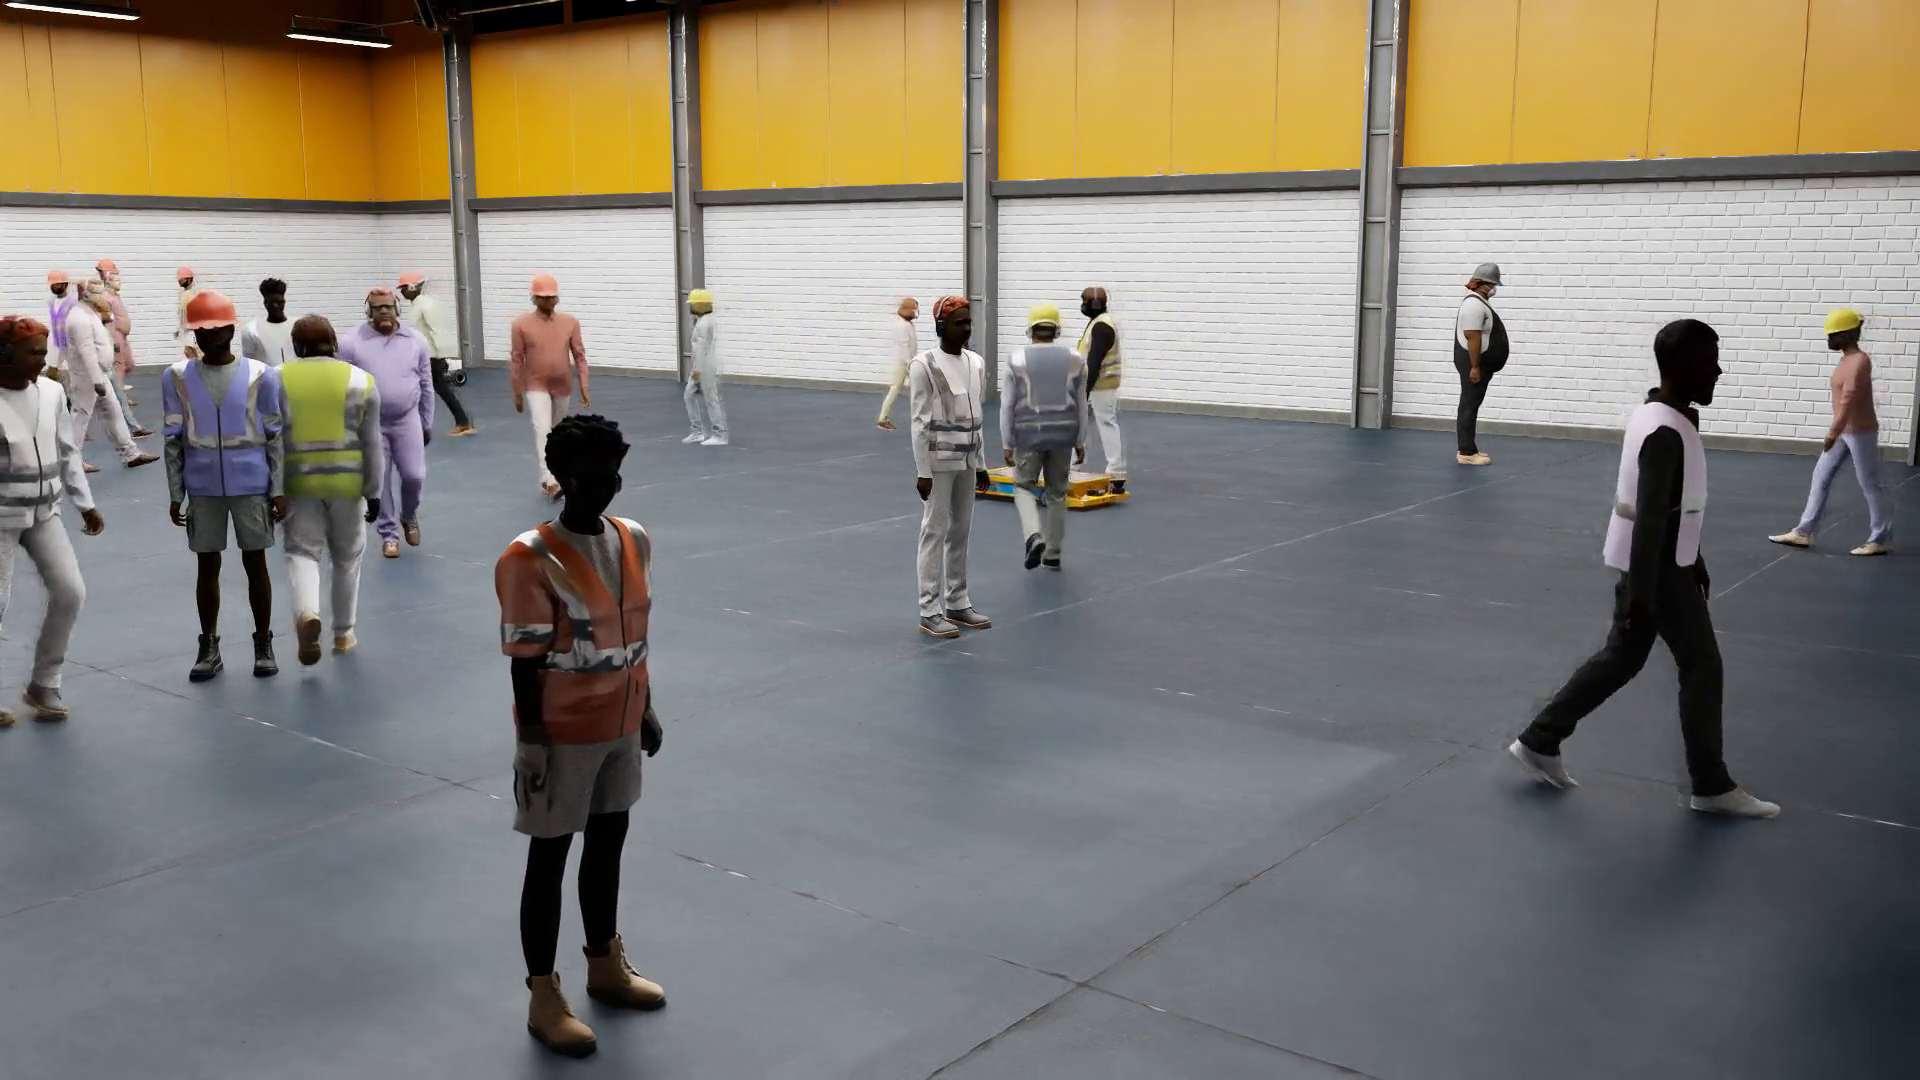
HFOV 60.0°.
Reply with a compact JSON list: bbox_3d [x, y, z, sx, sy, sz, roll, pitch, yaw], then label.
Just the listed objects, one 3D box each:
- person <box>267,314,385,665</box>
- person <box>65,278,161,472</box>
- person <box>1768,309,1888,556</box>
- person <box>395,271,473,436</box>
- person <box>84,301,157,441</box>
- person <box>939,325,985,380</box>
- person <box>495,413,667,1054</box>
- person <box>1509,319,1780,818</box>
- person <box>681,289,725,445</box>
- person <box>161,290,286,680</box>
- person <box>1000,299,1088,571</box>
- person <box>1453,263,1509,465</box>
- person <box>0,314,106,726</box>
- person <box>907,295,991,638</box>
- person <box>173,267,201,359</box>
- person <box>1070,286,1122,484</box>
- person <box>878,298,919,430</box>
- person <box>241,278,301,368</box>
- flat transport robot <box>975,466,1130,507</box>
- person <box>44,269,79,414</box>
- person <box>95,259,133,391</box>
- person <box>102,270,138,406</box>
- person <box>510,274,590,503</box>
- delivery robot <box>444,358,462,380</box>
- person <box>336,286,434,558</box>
[{"bbox_3d":[-3.282,-0.253,8.564,0.634,1.809,0.750,-3,10,-16],"label":"person"},{"bbox_3d":[-8.300,-1.588,16.146,0.926,1.866,0.685,-3,10,-19],"label":"person"},{"bbox_3d":[6.158,-0.749,11.663,0.830,1.714,0.547,2,10,12],"label":"person"},{"bbox_3d":[-6.125,-2.117,19.083,1.049,1.917,0.687,-5,11,-28],"label":"person"},{"bbox_3d":[-9.693,-1.911,18.854,0.875,1.584,0.523,-2,10,-14],"label":"person"},{"bbox_3d":[0.003,-1.861,18.453,0.345,1.632,0.516,-9,13,-43],"label":"person"},{"bbox_3d":[-1.008,0.500,4.492,0.321,1.696,0.537,6,11,30],"label":"person"},{"bbox_3d":[2.629,0.093,6.347,0.942,1.881,0.591,3,10,17],"label":"person"},{"bbox_3d":[-2.895,-1.899,18.387,0.613,1.723,0.492,-2,10,-14],"label":"person"},{"bbox_3d":[-3.637,-0.265,8.245,0.550,1.935,0.375,-3,10,-16],"label":"person"},{"bbox_3d":[0.560,-0.669,10.968,0.598,1.820,0.500,-1,10,-8],"label":"person"},{"bbox_3d":[5.273,-1.792,16.839,0.536,2.000,0.683,3,10,16],"label":"person"},{"bbox_3d":[-4.240,-0.087,7.495,0.552,1.842,0.612,4,10,20],"label":"person"},{"bbox_3d":[-0.046,-0.410,9.254,0.354,1.883,0.576,8,12,38],"label":"person"},{"bbox_3d":[-12.060,-3.308,26.034,0.559,1.919,0.527,7,12,36],"label":"person"},{"bbox_3d":[1.152,-1.406,15.270,0.790,1.814,0.627,-1,10,-3],"label":"person"},{"bbox_3d":[-0.605,-2.096,19.918,0.872,1.579,0.522,3,10,16],"label":"person"},{"bbox_3d":[-5.723,-1.254,14.072,0.608,1.922,0.985,-5,11,-29],"label":"person"},{"bbox_3d":[0.689,-0.472,14.297,1.431,0.197,0.652,8,13,40],"label":"flat transport robot"},{"bbox_3d":[-11.442,-2.483,21.200,0.580,1.919,0.529,4,11,23],"label":"person"},{"bbox_3d":[-13.162,-3.316,25.738,0.618,2.044,0.428,6,11,29],"label":"person"},{"bbox_3d":[-11.773,-2.800,23.141,0.480,1.892,0.647,-2,10,-13],"label":"person"},{"bbox_3d":[-3.493,-1.300,14.286,0.614,1.929,1.053,-6,12,-32],"label":"person"},{"bbox_3d":[-8.319,-2.759,26.515,0.477,0.478,0.707,9,13,41],"label":"delivery robot"},{"bbox_3d":[-3.991,-0.819,11.599,0.652,1.890,0.453,-4,11,-23],"label":"person"}]
